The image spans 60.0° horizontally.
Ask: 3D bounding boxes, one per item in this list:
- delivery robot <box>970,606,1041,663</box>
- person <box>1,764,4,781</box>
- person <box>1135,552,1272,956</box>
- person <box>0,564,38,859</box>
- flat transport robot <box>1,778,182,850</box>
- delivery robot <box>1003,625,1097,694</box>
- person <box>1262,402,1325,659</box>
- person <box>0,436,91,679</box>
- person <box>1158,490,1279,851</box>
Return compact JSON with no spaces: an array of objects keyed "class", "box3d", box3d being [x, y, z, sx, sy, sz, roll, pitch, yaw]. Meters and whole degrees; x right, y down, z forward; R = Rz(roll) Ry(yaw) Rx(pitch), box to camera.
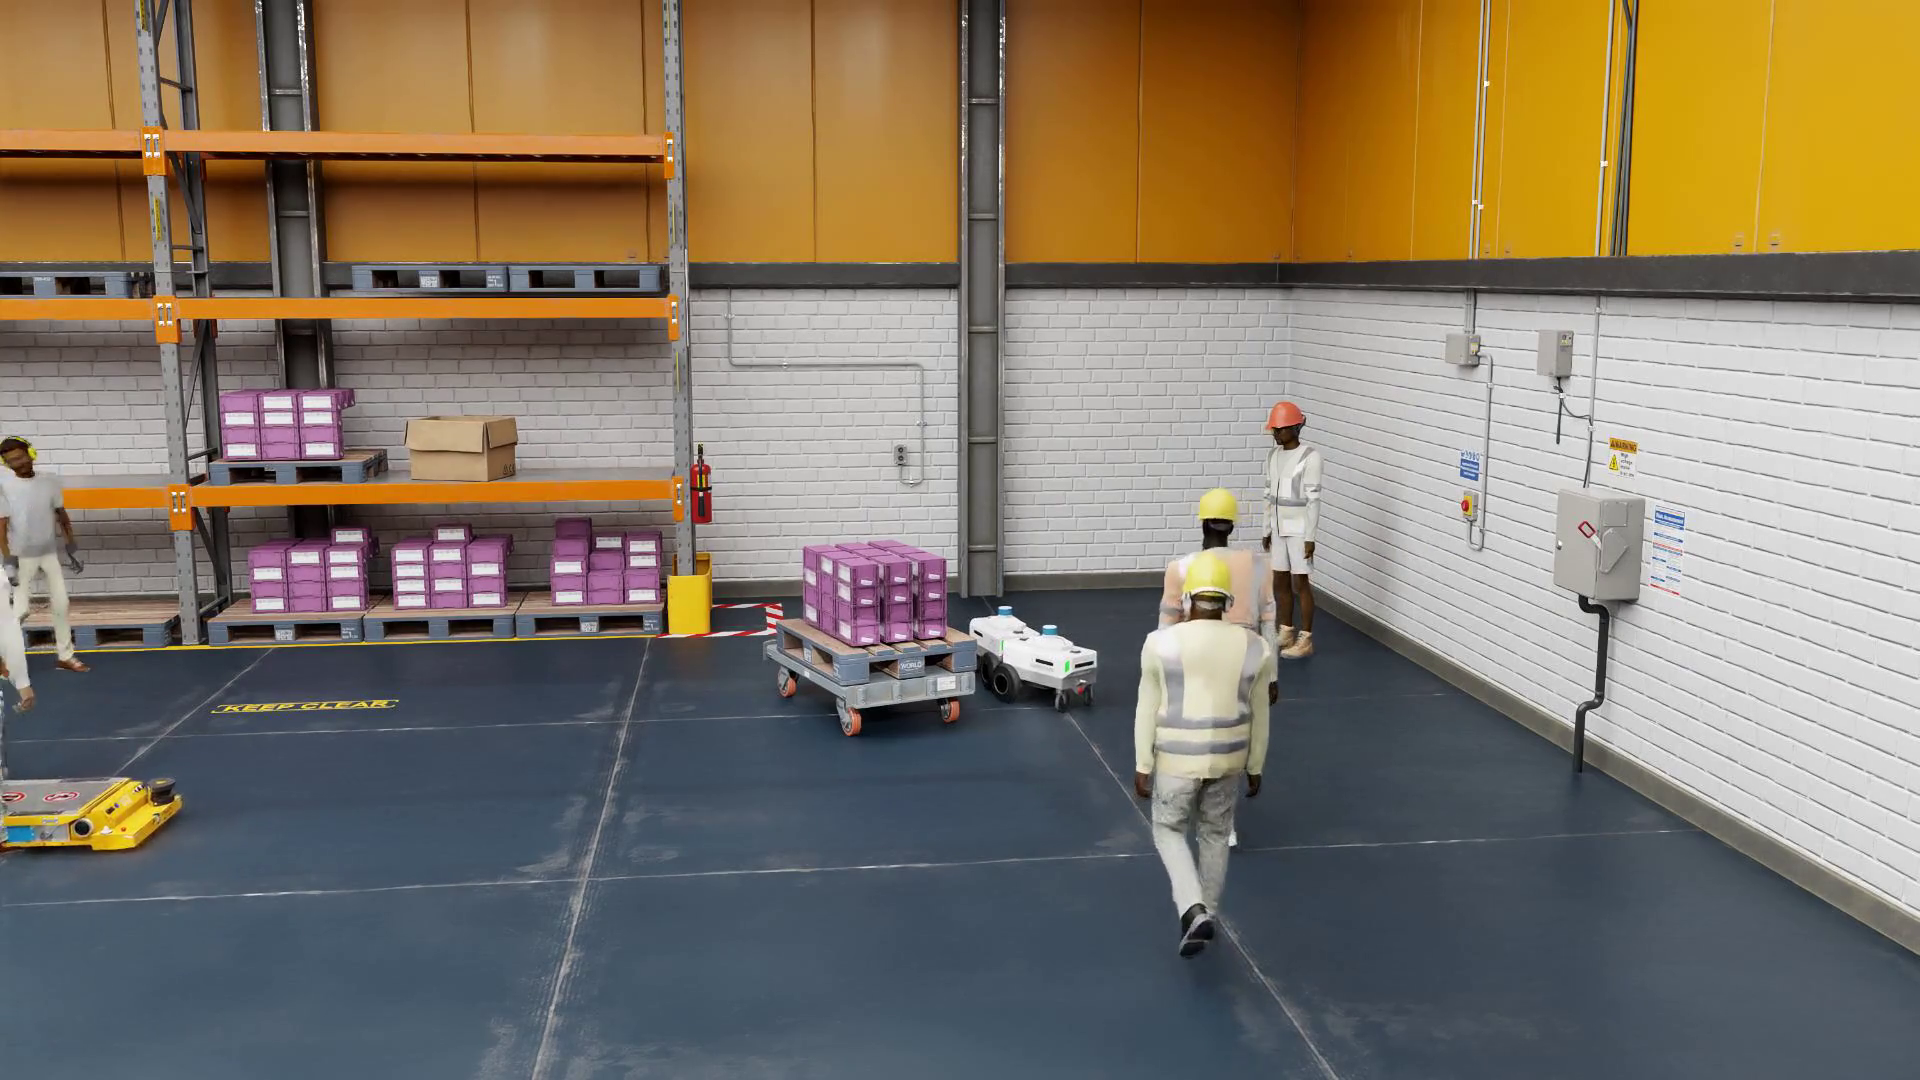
[{"class":"delivery robot","box3d":[0.334,0.736,12.359,0.477,0.478,0.707,-3,10,-20]},{"class":"person","box3d":[-6.142,0.555,9.862,0.922,1.806,0.545,2,9,10]},{"class":"person","box3d":[1.074,0.961,7.322,0.606,1.811,0.565,-1,9,-6]},{"class":"person","box3d":[-5.123,0.717,8.508,0.702,1.921,0.401,1,9,5]},{"class":"flat transport robot","box3d":[-5.044,1.474,8.927,1.431,0.197,0.652,-1,9,-5]},{"class":"delivery robot","box3d":[0.631,0.843,11.690,0.477,0.478,0.707,-8,12,-40]},{"class":"person","box3d":[2.591,-0.078,13.171,0.413,2.029,0.611,-5,10,-29]},{"class":"person","box3d":[-6.965,0.119,12.527,0.438,1.841,0.609,6,11,35]},{"class":"person","box3d":[1.359,0.670,9.023,0.636,1.868,1.056,-2,9,-11]}]
